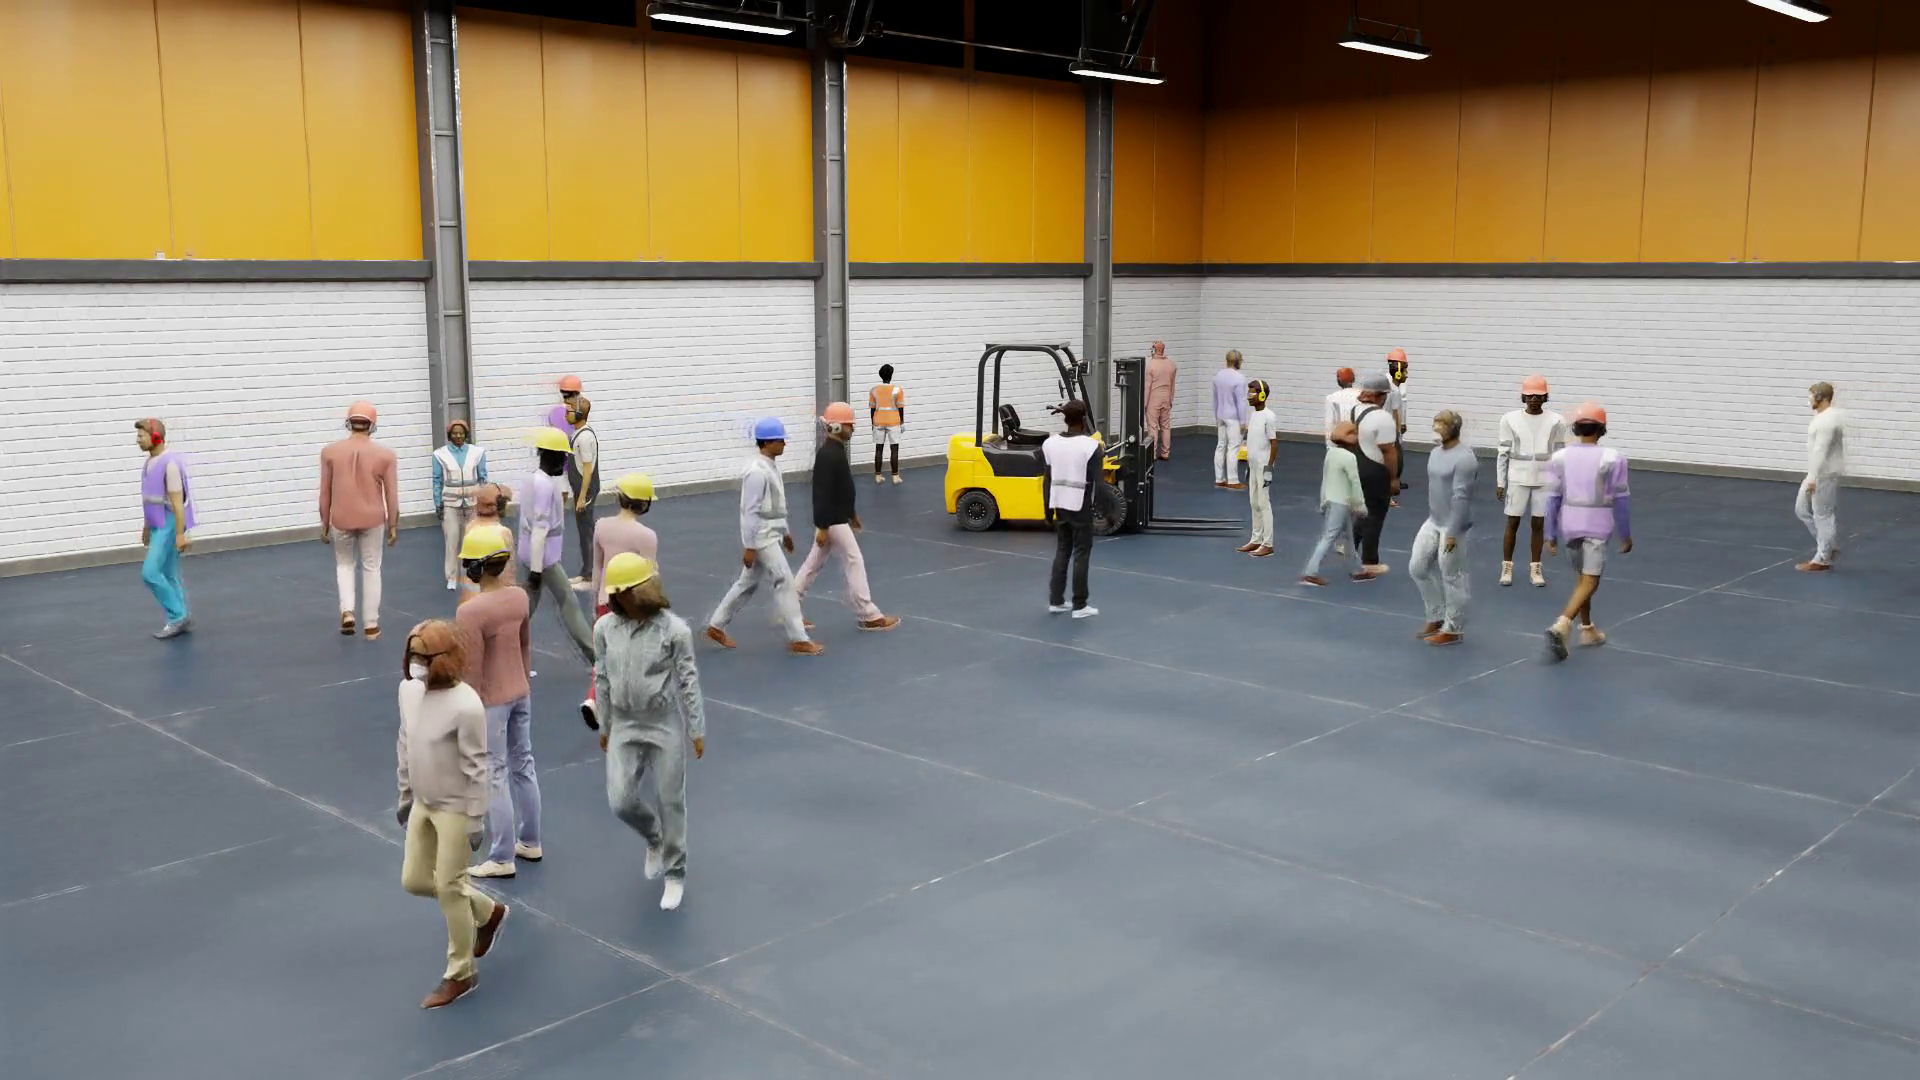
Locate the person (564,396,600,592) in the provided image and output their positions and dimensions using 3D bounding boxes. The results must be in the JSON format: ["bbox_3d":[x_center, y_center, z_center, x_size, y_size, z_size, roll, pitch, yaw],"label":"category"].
[{"bbox_3d":[-3.575,-0.439,15.713,0.345,1.846,0.508,-3,10,-17],"label":"person"}]

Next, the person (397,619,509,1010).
[{"bbox_3d":[-2.100,1.104,6.933,0.517,1.615,0.459,7,11,36],"label":"person"}]

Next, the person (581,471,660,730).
[{"bbox_3d":[-2.171,0.425,10.700,0.554,1.741,0.455,5,11,30],"label":"person"}]

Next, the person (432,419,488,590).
[{"bbox_3d":[-4.724,-0.336,15.746,0.509,1.627,0.323,-4,10,-25],"label":"person"}]

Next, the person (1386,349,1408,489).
[{"bbox_3d":[5.987,-1.669,22.997,0.374,1.930,0.542,-5,10,-27],"label":"person"}]

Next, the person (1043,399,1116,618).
[{"bbox_3d":[1.013,-0.266,14.450,0.614,1.914,0.475,8,12,41],"label":"person"}]

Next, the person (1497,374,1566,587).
[{"bbox_3d":[5.441,-0.562,15.864,0.613,2.041,0.393,2,9,11],"label":"person"}]

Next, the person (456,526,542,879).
[{"bbox_3d":[-2.340,0.806,8.324,0.328,1.767,0.531,4,10,21],"label":"person"}]

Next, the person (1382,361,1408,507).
[{"bbox_3d":[5.538,-1.360,21.333,0.348,1.860,0.507,1,9,6],"label":"person"}]

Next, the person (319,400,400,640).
[{"bbox_3d":[-4.924,-0.164,13.667,0.627,1.962,0.513,-2,9,-12],"label":"person"}]

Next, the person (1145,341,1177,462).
[{"bbox_3d":[3.098,-2.184,26.229,0.641,1.908,0.407,-7,11,-35],"label":"person"}]

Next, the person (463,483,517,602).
[{"bbox_3d":[-3.101,0.426,11.150,0.689,1.605,0.562,-9,13,-44],"label":"person"}]

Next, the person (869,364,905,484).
[{"bbox_3d":[-1.031,-1.636,23.538,0.534,1.695,0.318,3,10,18],"label":"person"}]

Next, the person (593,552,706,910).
[{"bbox_3d":[-1.468,0.892,7.910,0.558,1.718,0.444,1,9,8],"label":"person"}]

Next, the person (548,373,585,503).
[{"bbox_3d":[-4.279,-0.847,18.032,0.550,1.913,0.866,6,11,34],"label":"person"}]

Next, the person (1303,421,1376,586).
[{"bbox_3d":[3.657,-0.344,15.951,0.833,1.590,0.505,-2,9,-11],"label":"person"}]

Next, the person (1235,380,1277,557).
[{"bbox_3d":[3.162,-0.758,17.598,0.309,1.868,0.535,-3,10,-15],"label":"person"}]

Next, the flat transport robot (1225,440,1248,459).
[{"bbox_3d":[4.581,-1.470,26.846,0.652,0.197,1.431,1,9,5],"label":"flat transport robot"}]

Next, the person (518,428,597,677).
[{"bbox_3d":[-3.008,0.109,12.301,0.994,1.859,0.611,-4,10,-22],"label":"person"}]

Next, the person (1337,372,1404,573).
[{"bbox_3d":[4.148,-0.674,16.558,0.538,2.000,0.689,-2,10,-14],"label":"person"}]

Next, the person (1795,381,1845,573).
[{"bbox_3d":[8.591,-0.620,16.596,0.417,1.920,0.652,3,10,20],"label":"person"}]

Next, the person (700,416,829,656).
[{"bbox_3d":[-1.588,-0.031,13.072,1.020,1.902,0.623,0,9,2],"label":"person"}]

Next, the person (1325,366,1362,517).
[{"bbox_3d":[4.736,-1.180,20.221,0.606,1.859,0.762,1,9,8],"label":"person"}]

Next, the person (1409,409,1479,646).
[{"bbox_3d":[3.867,-0.090,13.327,0.471,1.922,0.639,-3,10,-15],"label":"person"}]

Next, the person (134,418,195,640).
[{"bbox_3d":[-6.539,-0.083,13.597,0.497,1.820,0.598,-8,12,-42],"label":"person"}]

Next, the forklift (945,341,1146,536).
[{"bbox_3d":[0.977,-1.223,19.452,2.313,2.155,1.214,2,9,11],"label":"forklift"}]

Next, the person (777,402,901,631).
[{"bbox_3d":[-1.062,-0.186,13.915,1.044,1.945,0.605,-1,9,-4],"label":"person"}]

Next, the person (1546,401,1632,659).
[{"bbox_3d":[4.877,-0.083,13.059,0.956,2.008,0.618,-9,13,-42],"label":"person"}]

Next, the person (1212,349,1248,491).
[{"bbox_3d":[3.714,-1.645,22.824,0.352,1.937,0.635,-5,11,-29],"label":"person"}]
